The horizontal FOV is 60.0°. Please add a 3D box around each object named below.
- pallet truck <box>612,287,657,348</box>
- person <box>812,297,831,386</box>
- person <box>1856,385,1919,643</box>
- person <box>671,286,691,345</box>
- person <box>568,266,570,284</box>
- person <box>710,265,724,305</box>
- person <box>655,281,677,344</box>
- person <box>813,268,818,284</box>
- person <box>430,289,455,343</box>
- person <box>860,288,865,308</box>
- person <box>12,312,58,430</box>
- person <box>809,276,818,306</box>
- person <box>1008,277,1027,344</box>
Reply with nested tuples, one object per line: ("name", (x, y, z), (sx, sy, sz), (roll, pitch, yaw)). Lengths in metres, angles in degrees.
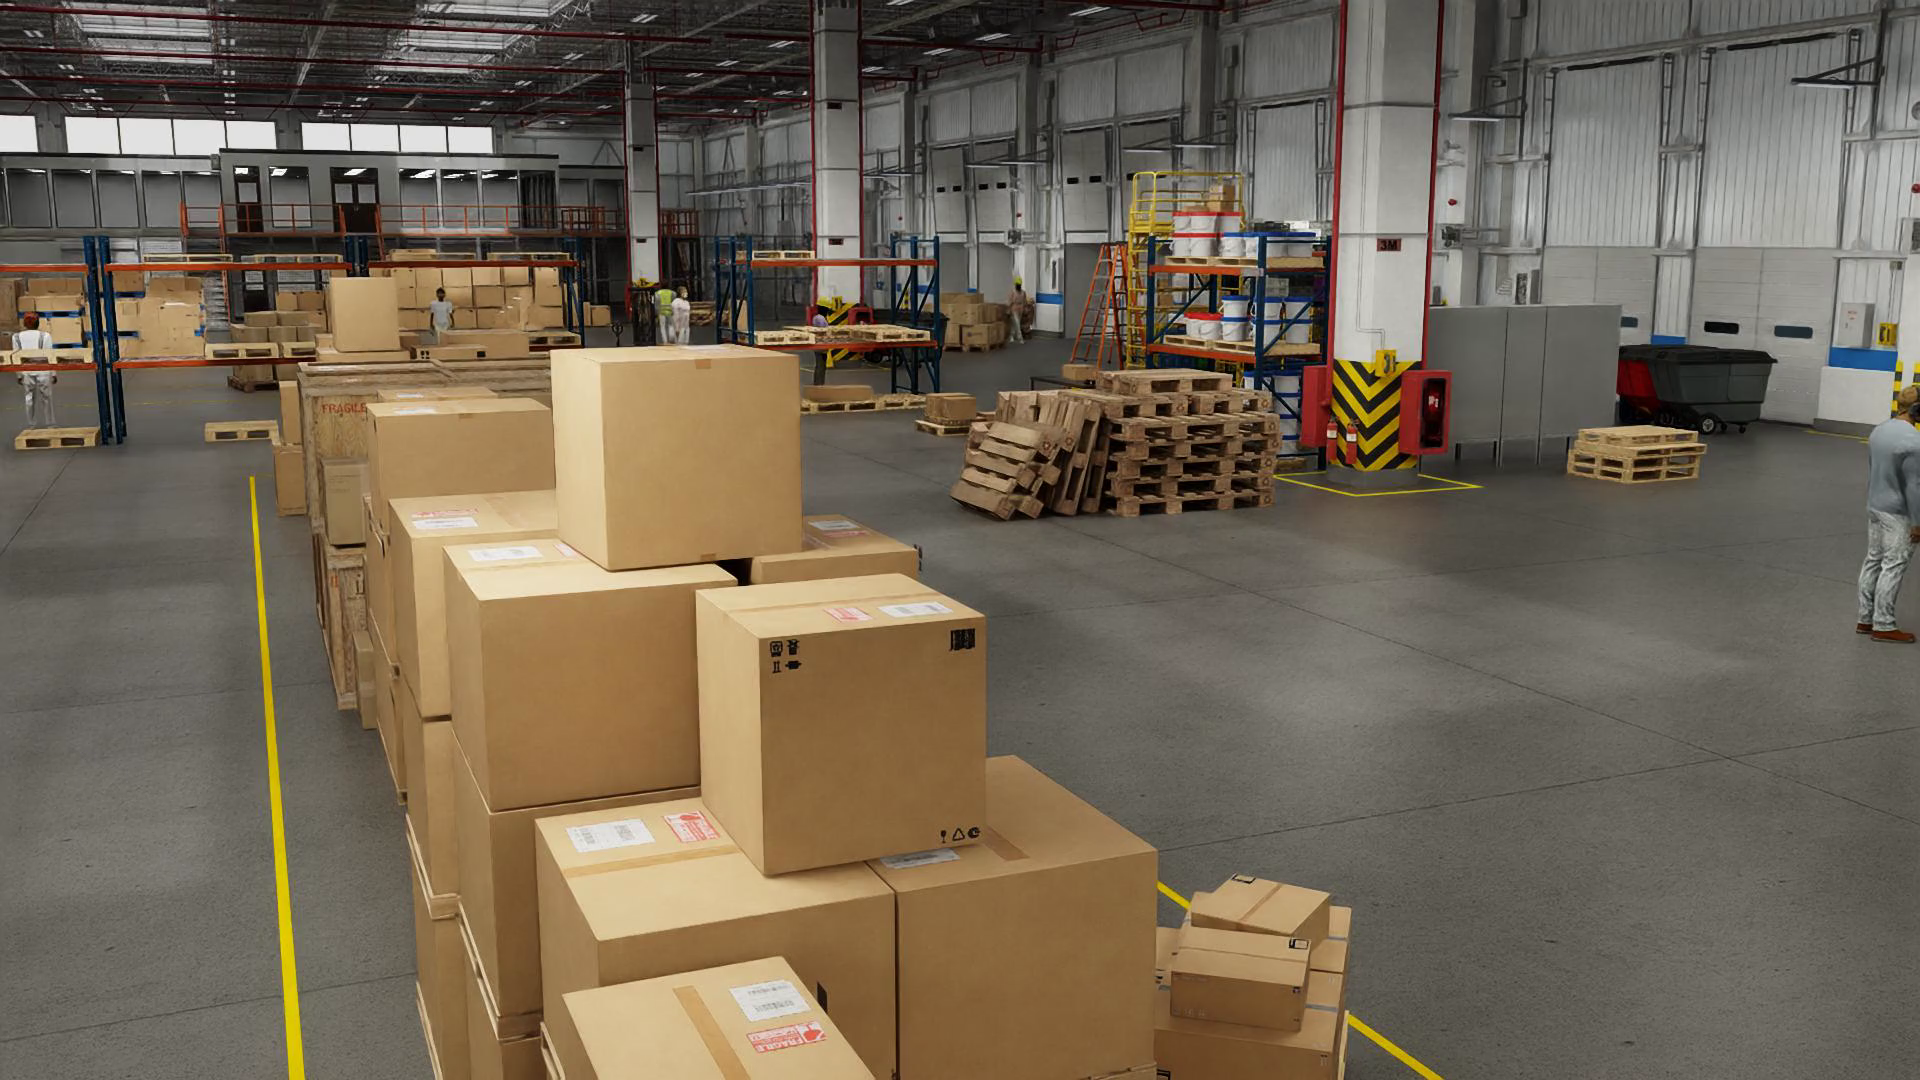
("pallet truck", (-6.464, -4.406, 35.401), (0.823, 1.965, 1.885), (6, 12, 32))
("person", (-2.545, -3.517, 30.704), (0.369, 1.925, 0.586), (-3, 11, -15))
("person", (6.964, -0.191, 12.378), (0.384, 1.930, 0.634), (0, 10, 0))
("person", (-6.220, -4.711, 37.243), (0.370, 1.941, 0.627), (3, 11, 18))
("person", (-16.822, -10.965, 71.864), (0.337, 1.882, 0.583), (-7, 13, -36))
("person", (-10.379, -10.796, 70.804), (0.613, 1.932, 0.519), (5, 11, 24))
("person", (-8.252, -6.334, 46.567), (0.646, 1.791, 0.948), (-3, 11, -14))
("person", (-5.366, -9.702, 64.724), (0.647, 1.942, 0.990), (-9, 13, -40))
("person", (-12.208, -5.016, 39.266), (0.548, 1.813, 0.965), (-5, 11, -24))
("person", (-3.725, -8.991, 61.023), (0.891, 1.883, 0.578), (2, 10, 9))
("person", (-14.132, -2.544, 25.448), (0.572, 1.887, 0.355), (-2, 10, -9))
("person", (-4.565, -7.561, 53.359), (0.652, 1.790, 0.946), (2, 10, 10))
("person", (1.627, -6.578, 47.676), (0.596, 1.896, 0.921), (-6, 12, -32))
